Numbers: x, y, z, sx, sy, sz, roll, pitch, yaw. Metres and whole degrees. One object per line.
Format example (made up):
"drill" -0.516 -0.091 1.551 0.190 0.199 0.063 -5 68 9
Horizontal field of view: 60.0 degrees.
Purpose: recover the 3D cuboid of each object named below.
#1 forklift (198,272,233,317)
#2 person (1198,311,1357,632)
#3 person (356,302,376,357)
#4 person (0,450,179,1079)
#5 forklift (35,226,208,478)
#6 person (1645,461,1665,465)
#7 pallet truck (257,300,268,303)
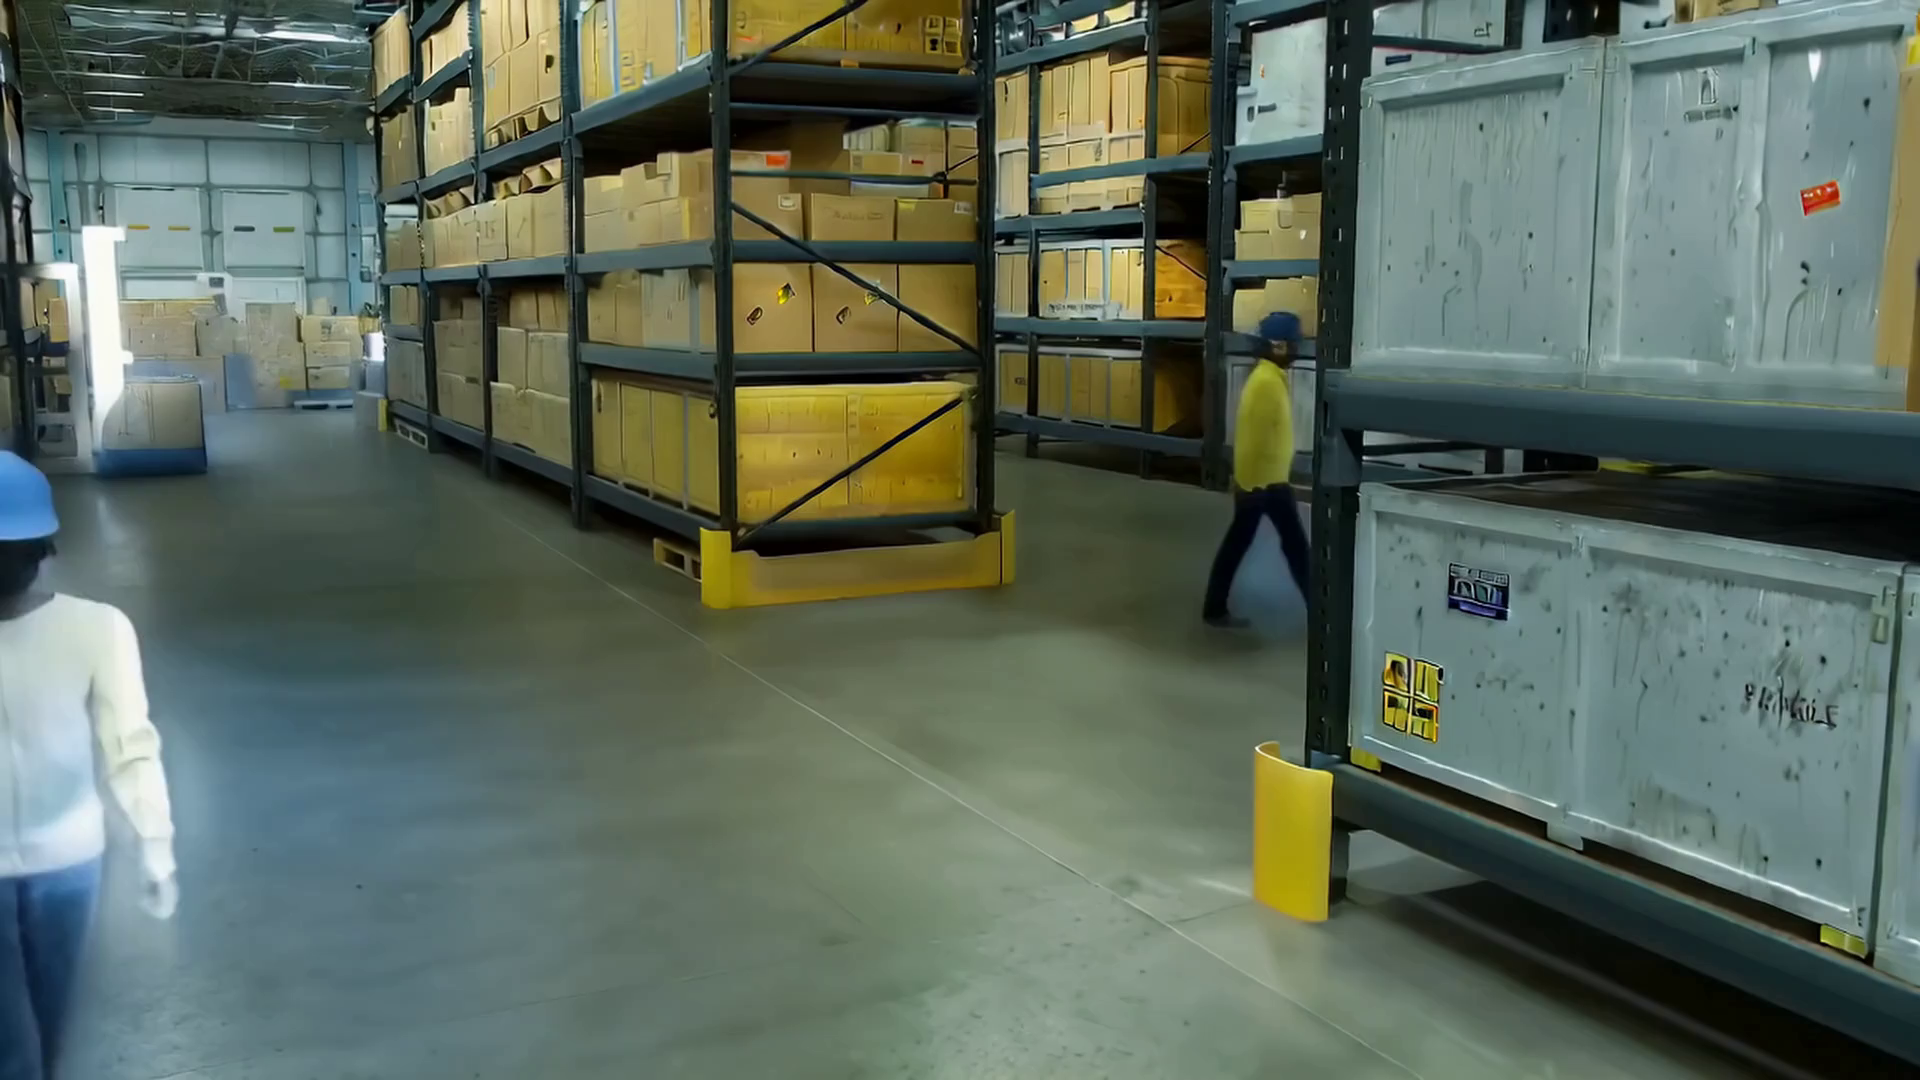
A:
"forklift" -22.637 -6.767 50.750 1.873 2.768 1.129 5 9 29
"person" 1.927 -0.383 9.941 1.037 1.935 0.645 0 8 0
"person" -17.958 -6.250 50.420 0.370 1.939 0.631 6 10 37
"person" -1.920 0.671 3.426 0.543 1.711 0.911 -8 12 -44
"forklift" -9.741 -2.168 19.037 1.873 2.768 1.129 -4 9 -26
"person" 5.025 -0.521 11.380 0.482 1.804 0.649 -7 11 -40
"pallet truck" -23.913 -7.404 58.171 1.885 1.965 0.823 -1 8 -9
